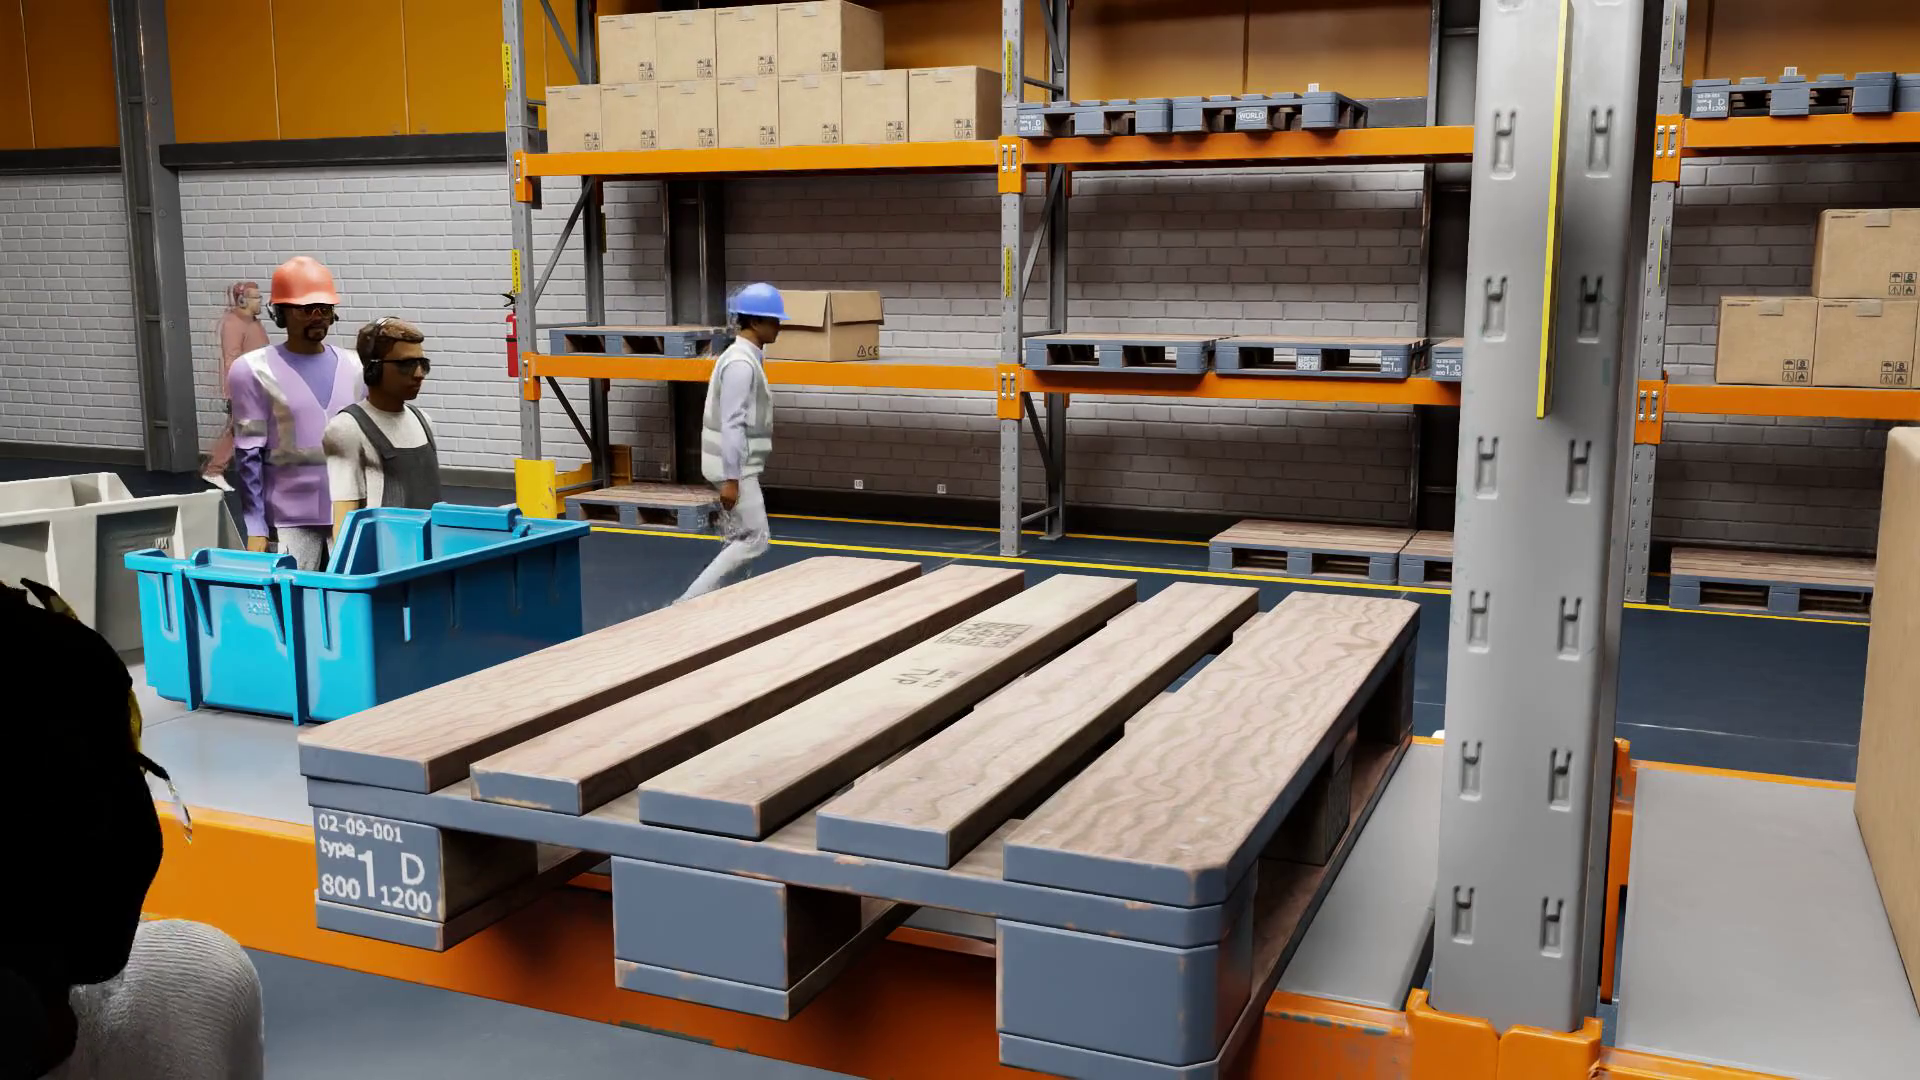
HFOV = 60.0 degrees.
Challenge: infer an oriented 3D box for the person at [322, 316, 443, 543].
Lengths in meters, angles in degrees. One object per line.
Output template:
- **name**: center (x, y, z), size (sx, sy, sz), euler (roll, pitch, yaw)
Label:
- **person**: center (-1.912, 0.170, 5.641), size (0.329, 1.842, 0.517), euler (3, 10, 16)

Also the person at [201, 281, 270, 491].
- **person**: center (-6.264, -1.333, 14.595), size (0.969, 1.867, 0.656), euler (-1, 10, -8)

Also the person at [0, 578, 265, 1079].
- **person**: center (-0.596, 0.917, 1.130), size (0.428, 1.852, 0.562), euler (3, 10, 17)

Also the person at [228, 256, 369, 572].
- **person**: center (-2.595, -0.109, 6.716), size (0.370, 2.044, 0.608), euler (8, 12, 39)

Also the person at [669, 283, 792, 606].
- **person**: center (-1.160, -0.374, 8.686), size (0.591, 1.922, 0.620), euler (-1, 10, -6)

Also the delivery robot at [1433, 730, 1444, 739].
- **delivery robot**: center (1.842, 0.800, 5.440), size (0.477, 0.478, 0.707), euler (-2, 10, -14)
